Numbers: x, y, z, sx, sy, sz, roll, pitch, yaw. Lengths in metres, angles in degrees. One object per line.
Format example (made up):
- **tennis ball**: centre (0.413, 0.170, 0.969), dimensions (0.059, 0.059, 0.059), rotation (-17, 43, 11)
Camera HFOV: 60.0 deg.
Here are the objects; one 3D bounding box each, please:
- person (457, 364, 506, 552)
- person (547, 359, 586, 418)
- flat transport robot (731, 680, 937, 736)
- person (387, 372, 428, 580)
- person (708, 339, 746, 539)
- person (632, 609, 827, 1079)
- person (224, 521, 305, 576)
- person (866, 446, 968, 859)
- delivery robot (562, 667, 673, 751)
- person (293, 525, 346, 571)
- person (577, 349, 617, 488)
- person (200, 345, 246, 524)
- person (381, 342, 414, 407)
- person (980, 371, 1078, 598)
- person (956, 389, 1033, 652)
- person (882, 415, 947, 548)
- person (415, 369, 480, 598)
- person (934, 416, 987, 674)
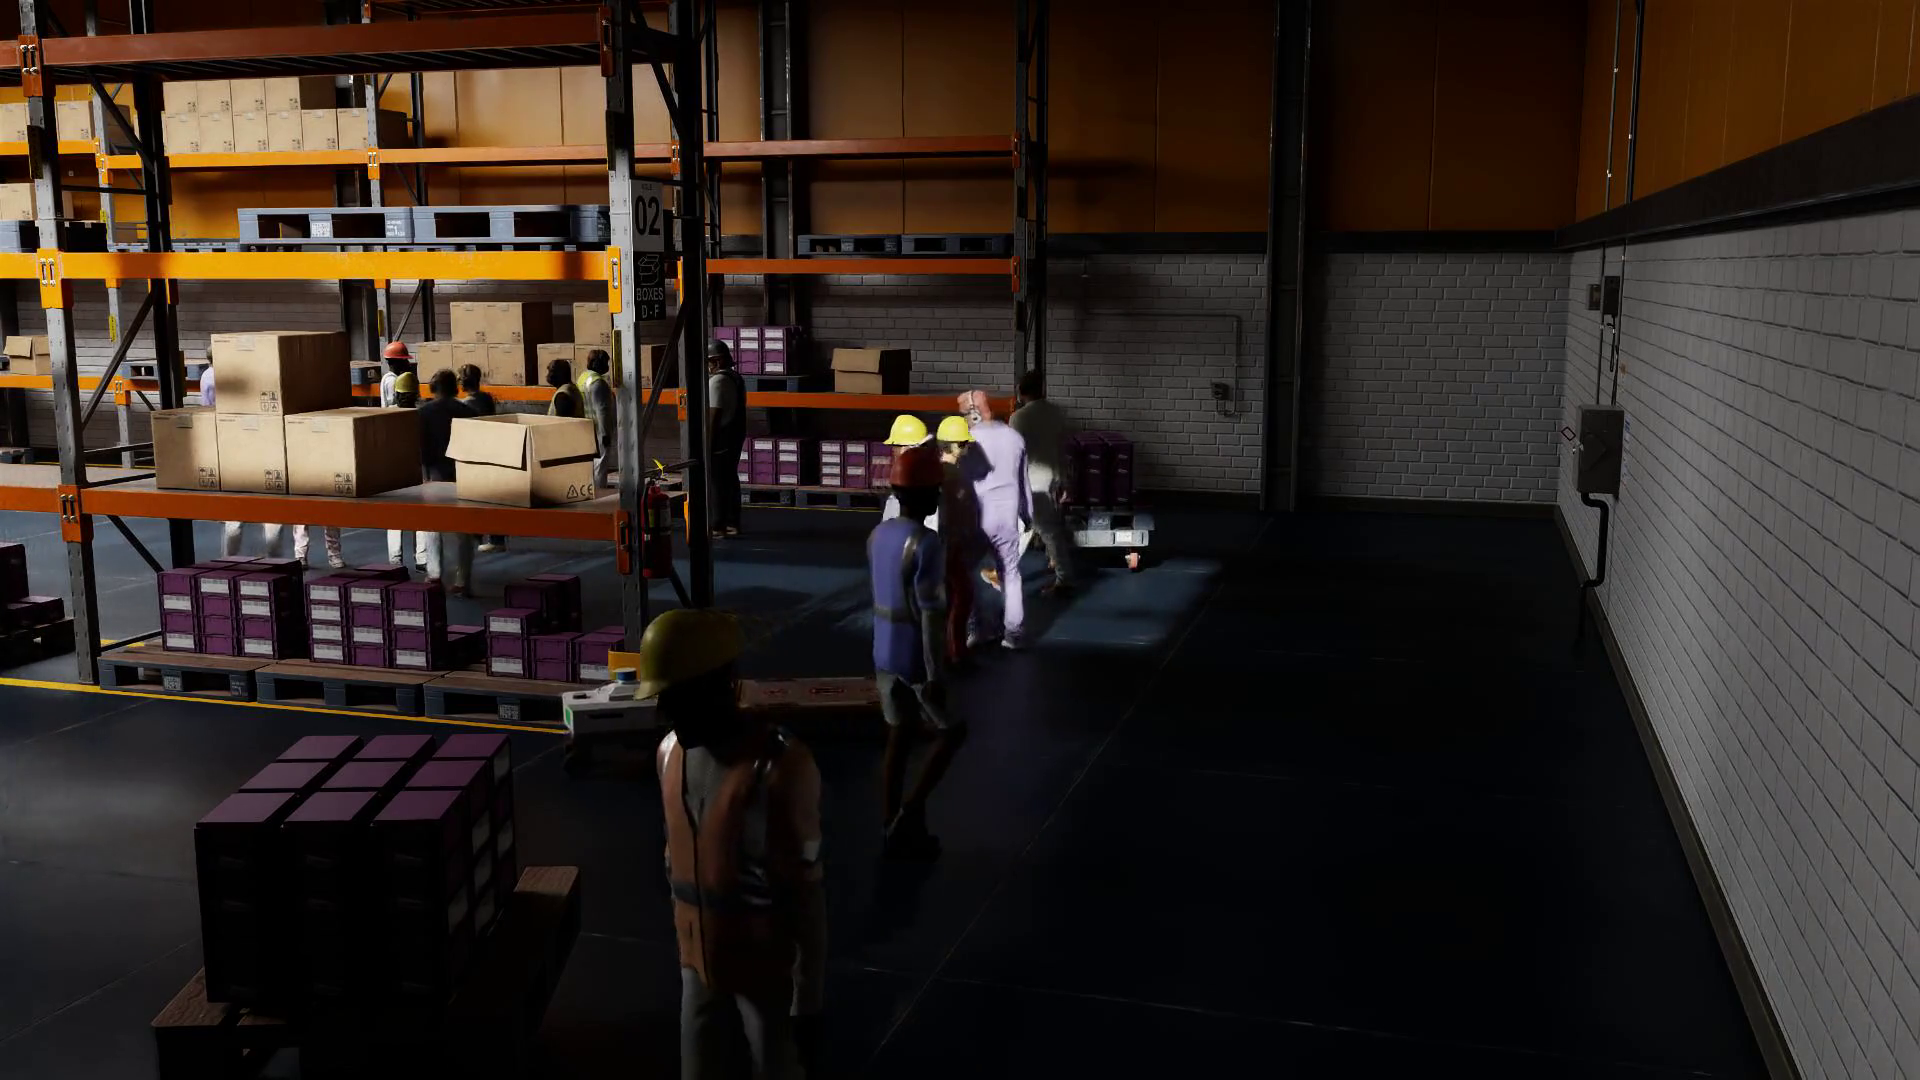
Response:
- **person**: centre (-4.706, -0.779, 16.018), dimensions (0.757, 1.815, 0.513), rotation (2, 9, 11)
- **person**: centre (-4.139, -0.961, 17.152), dimensions (0.961, 1.788, 0.643), rotation (-2, 9, -11)
- **flat transport robot**: centre (-0.875, 0.992, 9.901), dimensions (1.431, 0.197, 0.652), rotation (-1, 9, -5)
- **person**: centre (-4.843, -0.566, 14.660), dimensions (0.403, 1.826, 0.594), rotation (8, 12, 39)
- **person**: centre (-2.448, -1.036, 16.879), dimensions (0.535, 2.000, 0.687), rotation (2, 10, 14)
- **person**: centre (-0.526, 1.090, 4.413), dimensions (0.639, 1.876, 0.764), rotation (7, 12, 37)
- **person**: centre (-6.094, -0.546, 14.444), dimensions (0.652, 1.856, 0.628), rotation (9, 13, 44)
- **person**: centre (-0.209, 0.532, 7.662), dimensions (0.428, 1.924, 0.562), rotation (-6, 11, -34)
- **delivery robot**: centre (-1.810, 0.939, 9.073), dimensions (0.707, 0.478, 0.477), rotation (-2, 10, -14)
- **person**: centre (-5.839, -0.719, 15.086), dimensions (0.612, 1.996, 0.389), rotation (-5, 10, -26)
- **person**: centre (-4.012, -1.198, 18.493), dimensions (0.430, 1.838, 0.619), rotation (-5, 11, -30)
- **person**: centre (-7.924, -1.143, 17.838), dimensions (0.371, 1.941, 0.627), rotation (-6, 11, -31)
- **person**: centre (-6.097, -1.187, 18.112), dimensions (0.359, 1.936, 0.552), rotation (-4, 10, -22)
- **person**: centre (0.590, -0.461, 13.902), dimensions (0.983, 1.876, 0.718), rotation (6, 11, 31)
- **person**: centre (0.257, -0.128, 11.829), dimensions (0.822, 1.887, 0.443), rotation (-7, 12, -37)
- **person**: centre (-0.289, 0.129, 10.423), dimensions (0.404, 1.829, 0.591), rotation (-1, 9, -9)
- **person**: centre (-4.312, -0.482, 13.994), dimensions (0.629, 1.879, 0.940), rotation (-6, 11, -32)
- **person**: centre (0.008, 0.040, 11.212), dimensions (0.509, 1.756, 0.549), rotation (2, 9, 10)
